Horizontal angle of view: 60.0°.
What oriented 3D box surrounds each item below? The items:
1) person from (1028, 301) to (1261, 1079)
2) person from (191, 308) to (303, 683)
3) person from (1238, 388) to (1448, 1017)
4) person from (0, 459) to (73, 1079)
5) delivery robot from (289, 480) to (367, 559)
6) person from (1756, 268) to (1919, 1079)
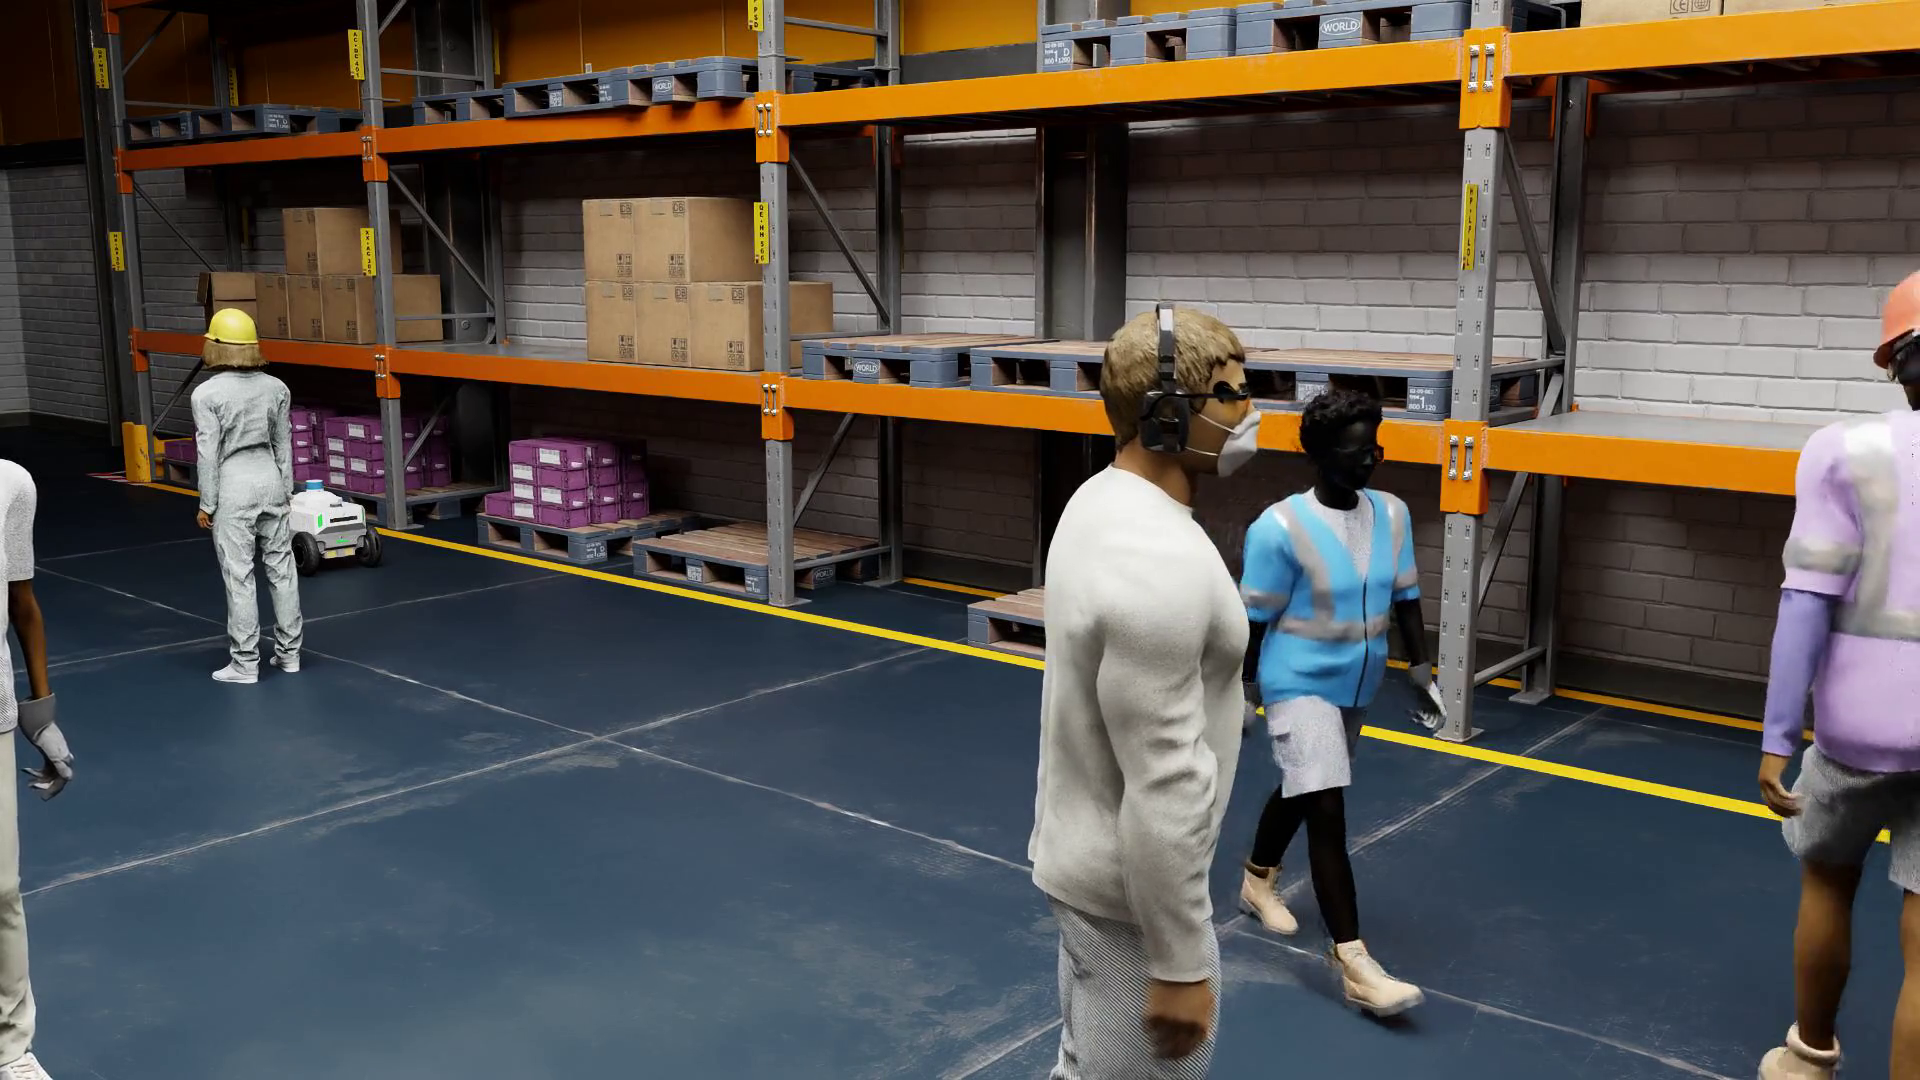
[{"bbox_3d":[0.303,0.584,2.749,0.379,1.940,0.629,0,10,-2],"label":"person"},{"bbox_3d":[-3.347,-0.205,7.788,0.286,1.746,0.489,6,12,32],"label":"person"},{"bbox_3d":[1.012,0.405,4.582,0.541,1.647,0.888,-6,12,-32],"label":"person"},{"bbox_3d":[-2.288,0.448,3.737,0.521,1.863,0.327,-9,14,-43],"label":"person"},{"bbox_3d":[-4.077,-0.140,10.537,0.707,0.478,0.477,9,13,41],"label":"delivery robot"},{"bbox_3d":[2.054,0.404,3.615,0.637,1.988,0.783,3,10,14],"label":"person"}]
